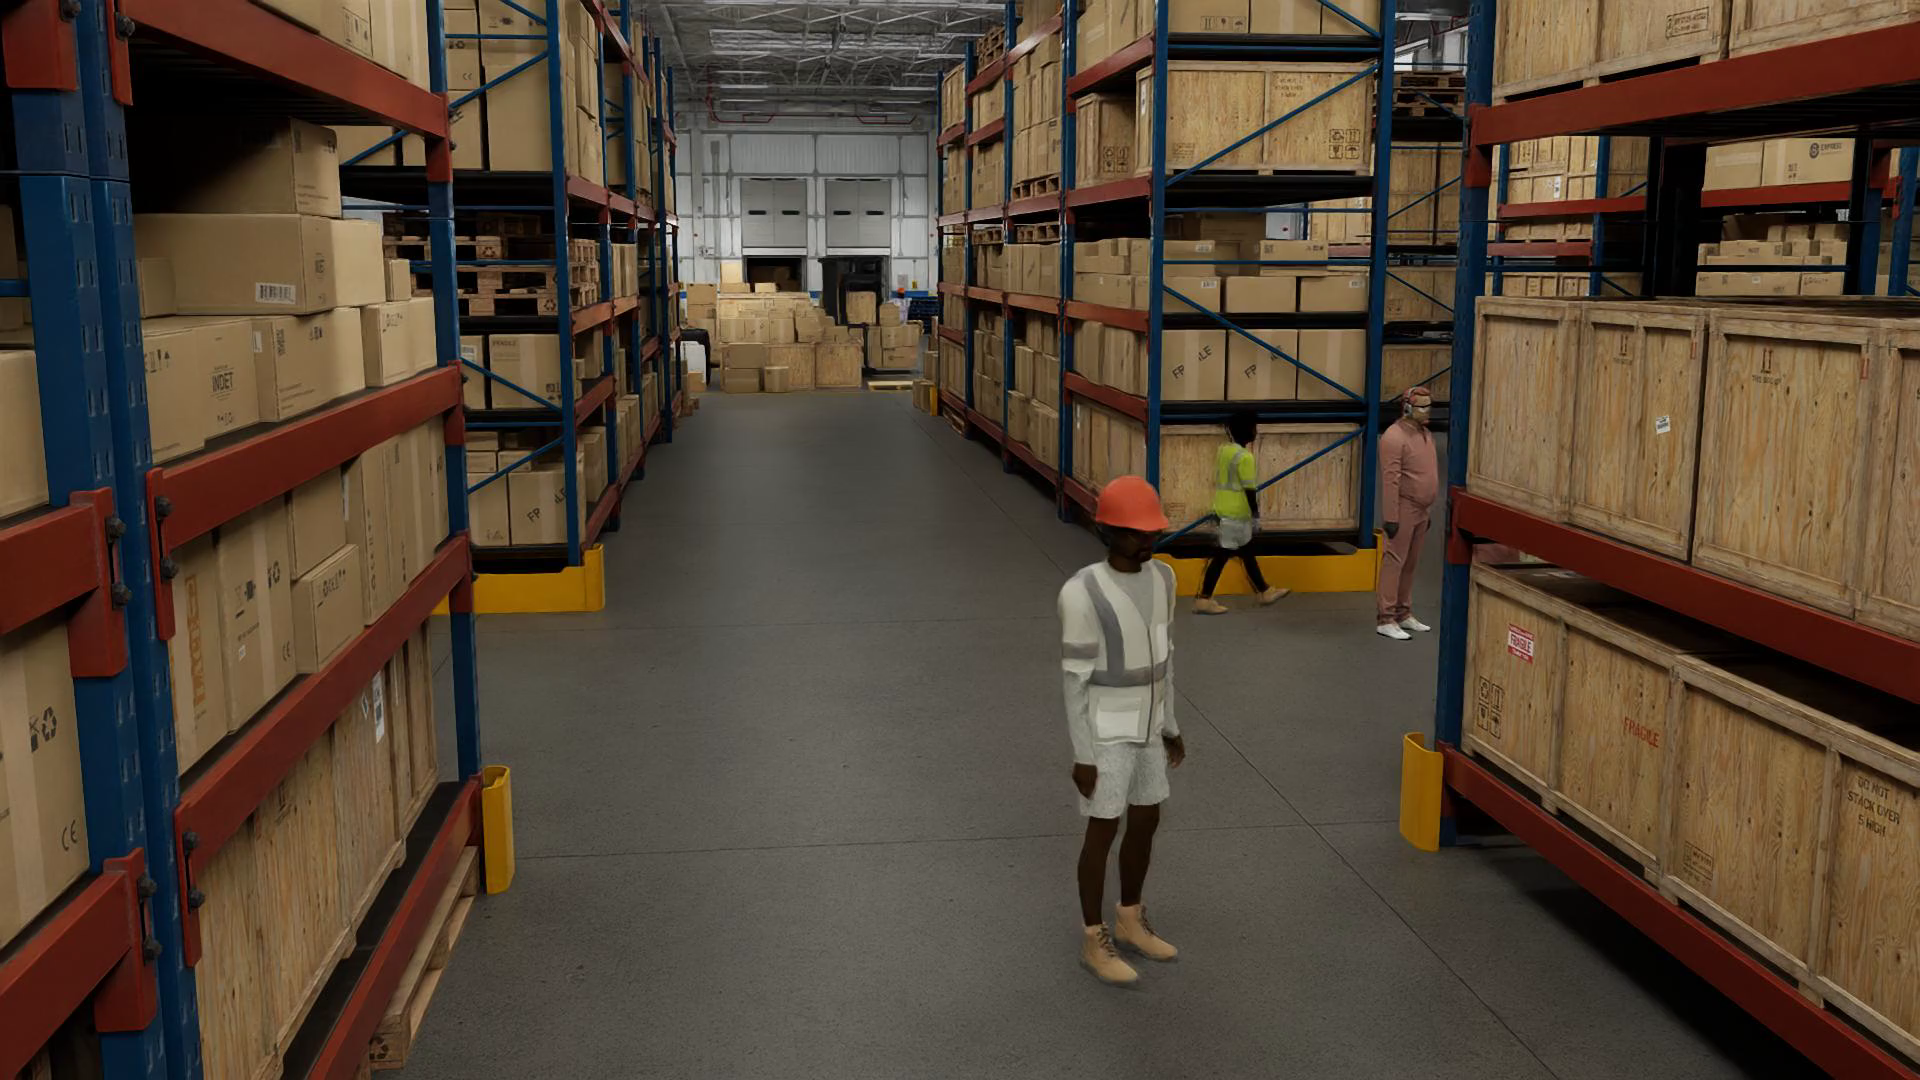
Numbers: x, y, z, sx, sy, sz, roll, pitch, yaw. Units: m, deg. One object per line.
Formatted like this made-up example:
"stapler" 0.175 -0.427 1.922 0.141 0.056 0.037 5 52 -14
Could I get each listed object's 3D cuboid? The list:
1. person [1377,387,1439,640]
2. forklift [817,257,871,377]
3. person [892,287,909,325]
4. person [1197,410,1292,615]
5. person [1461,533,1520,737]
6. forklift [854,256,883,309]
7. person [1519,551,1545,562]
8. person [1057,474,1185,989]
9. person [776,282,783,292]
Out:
"person" 3.419 -0.210 12.621 0.400 1.907 0.644 8 13 40
"forklift" -3.071 -5.231 39.018 1.873 2.768 1.129 -1 10 -7
"person" -1.852 -6.843 51.219 0.551 1.916 0.747 -5 11 -26
"person" 2.306 -0.216 13.377 0.875 1.646 0.544 -1 10 -8
"person" 3.201 0.309 9.668 0.657 1.876 0.674 -3 10 -15
"forklift" -3.037 -8.050 55.429 1.129 2.768 1.873 -6 12 -33
"person" 3.099 0.438 9.093 0.841 1.809 0.581 -1 10 -5
"person" 0.665 0.748 6.652 0.611 2.043 0.382 -9 13 -42
"person" -6.591 -8.353 60.103 0.994 1.890 0.645 -7 12 -34
